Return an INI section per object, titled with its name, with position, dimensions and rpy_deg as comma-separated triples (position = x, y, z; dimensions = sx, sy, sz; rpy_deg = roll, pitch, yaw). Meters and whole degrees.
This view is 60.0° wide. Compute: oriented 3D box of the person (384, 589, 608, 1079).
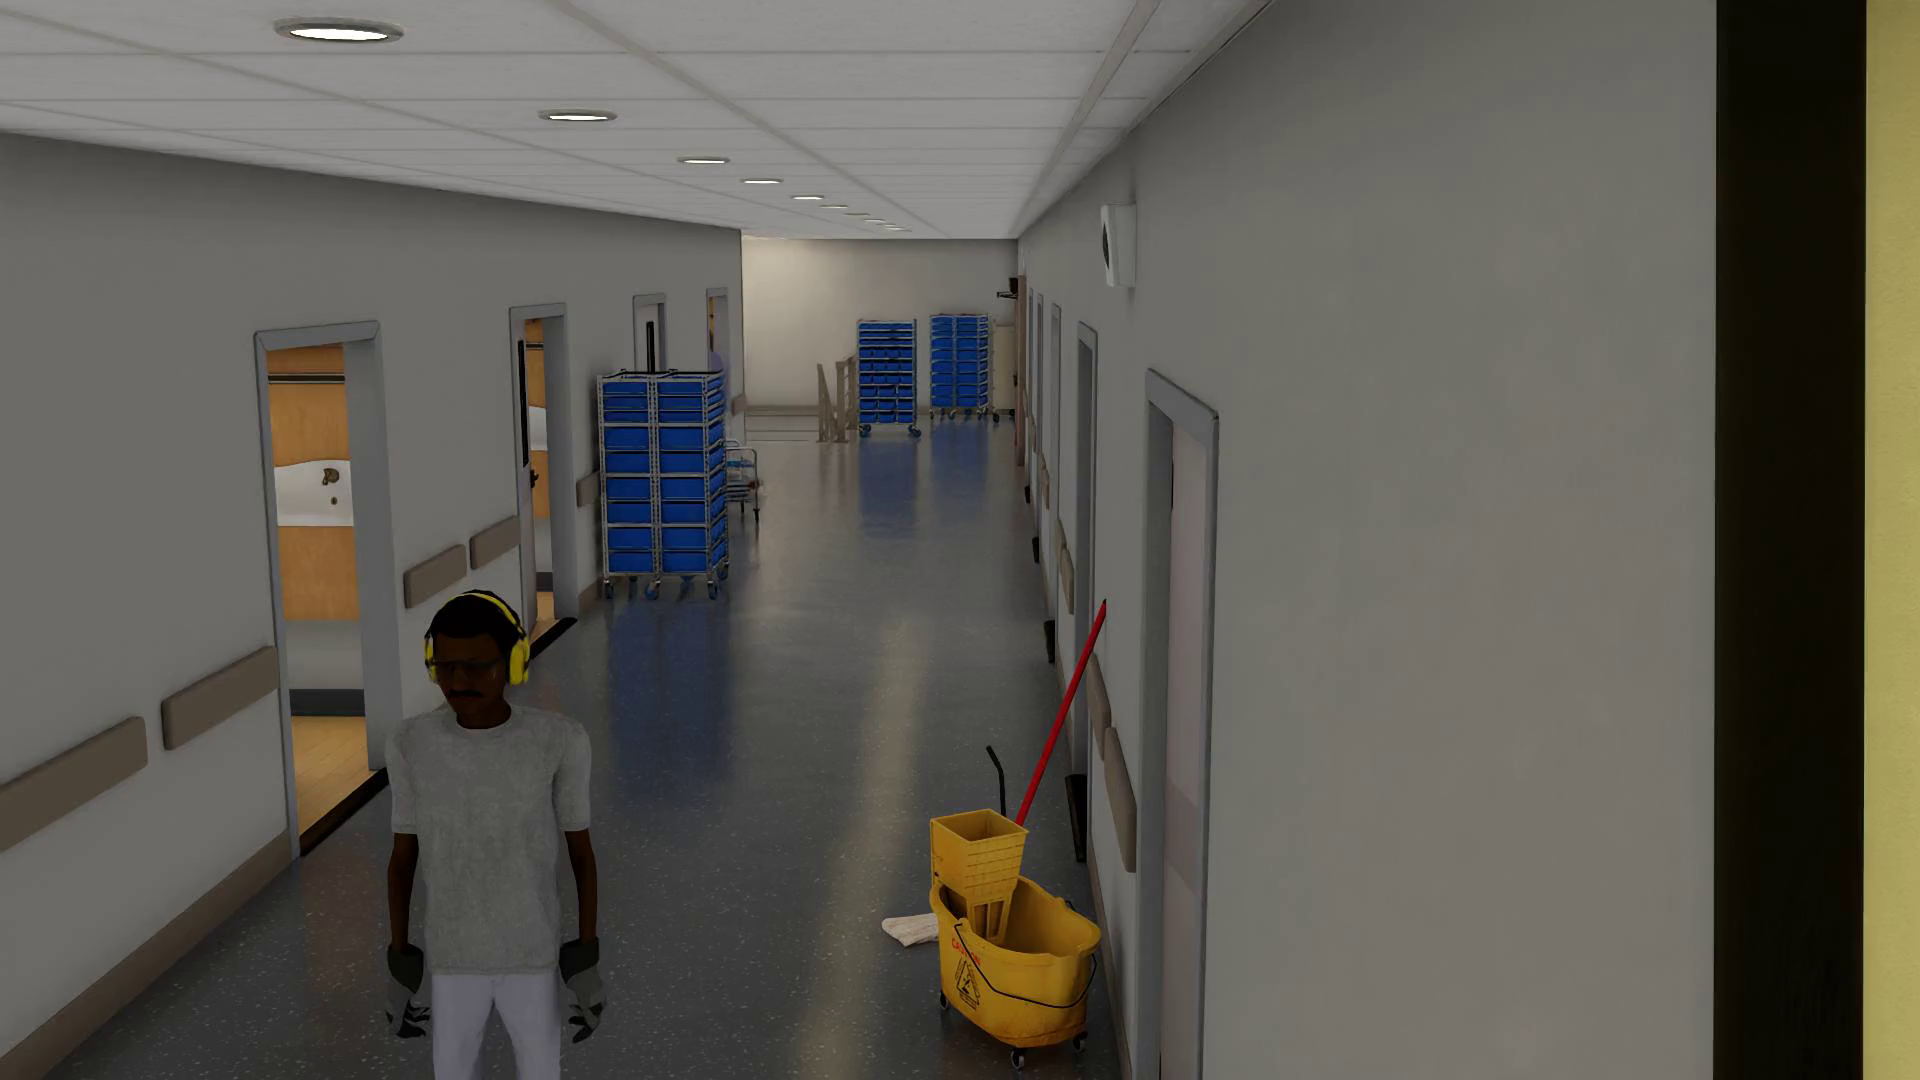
[person]
position = -1.124, 1.031, 4.016
dimensions = 0.535, 1.864, 0.309
rpy_deg = 0, 9, -3
